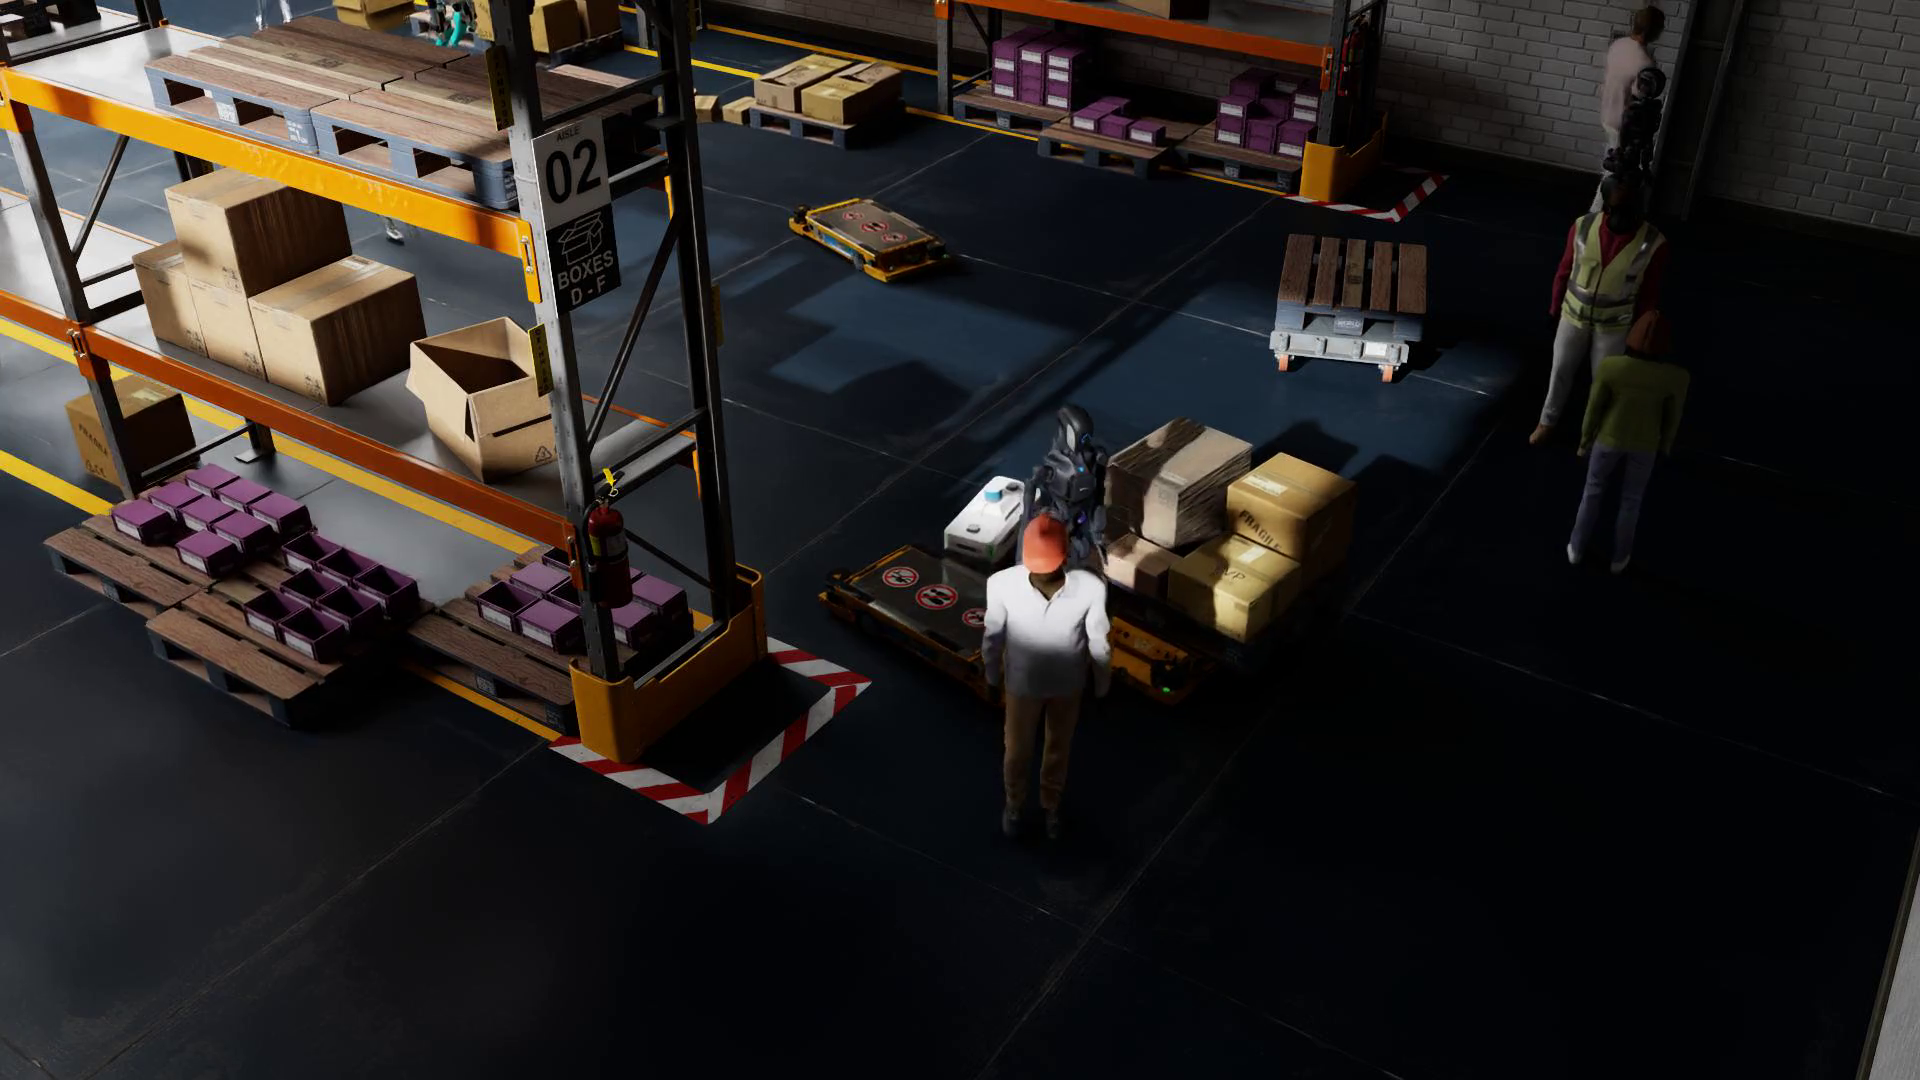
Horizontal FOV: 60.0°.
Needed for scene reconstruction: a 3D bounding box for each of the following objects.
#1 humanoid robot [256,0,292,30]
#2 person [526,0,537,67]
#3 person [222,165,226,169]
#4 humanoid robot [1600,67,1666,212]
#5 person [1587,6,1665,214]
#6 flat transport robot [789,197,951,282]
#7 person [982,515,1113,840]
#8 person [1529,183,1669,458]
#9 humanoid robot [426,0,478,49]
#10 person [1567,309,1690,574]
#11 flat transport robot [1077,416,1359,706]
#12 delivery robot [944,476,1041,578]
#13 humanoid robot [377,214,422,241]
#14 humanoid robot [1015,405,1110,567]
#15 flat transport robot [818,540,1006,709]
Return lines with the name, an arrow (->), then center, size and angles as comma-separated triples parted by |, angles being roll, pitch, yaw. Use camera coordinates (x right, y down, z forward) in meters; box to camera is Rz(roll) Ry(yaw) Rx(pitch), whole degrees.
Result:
humanoid robot -> -7.724, -6.421, 18.445 | 0.887, 1.822, 0.549 | 28, 42, 36
person -> -3.962, -4.277, 14.915 | 0.437, 1.942, 0.490 | 5, 33, 8
person -> -5.192, -2.580, 12.392 | 0.513, 1.848, 0.342 | -2, 33, -4
humanoid robot -> 5.209, -2.861, 12.967 | 0.599, 1.657, 0.315 | -27, 42, -35
person -> 5.436, -3.373, 13.535 | 0.459, 1.923, 0.663 | -3, 33, -4
flat transport robot -> -0.756, -2.508, 13.727 | 0.659, 0.231, 1.431 | -22, 39, -30
person -> 0.394, 0.643, 7.535 | 0.584, 1.739, 0.413 | -1, 33, -2
person -> 4.074, -1.405, 10.603 | 0.643, 1.834, 0.429 | 21, 38, 29
humanoid robot -> -5.192, -5.173, 16.565 | 0.793, 1.877, 0.552 | 23, 40, 31
person -> 3.790, -0.552, 9.469 | 0.504, 1.632, 0.287 | 13, 35, 19
flat transport robot -> 1.346, 0.402, 9.255 | 0.659, 0.231, 1.431 | 27, 42, 35
delivery robot -> 0.204, -0.059, 9.719 | 0.499, 0.614, 0.808 | 15, 36, 22
humanoid robot -> -4.739, -3.231, 13.535 | 0.532, 1.818, 0.742 | -25, 40, -33
humanoid robot -> 0.490, 0.017, 8.563 | 0.588, 1.641, 0.394 | -21, 39, -29
flat transport robot -> -0.062, 0.431, 9.210 | 1.431, 0.231, 0.659 | 27, 41, 35
